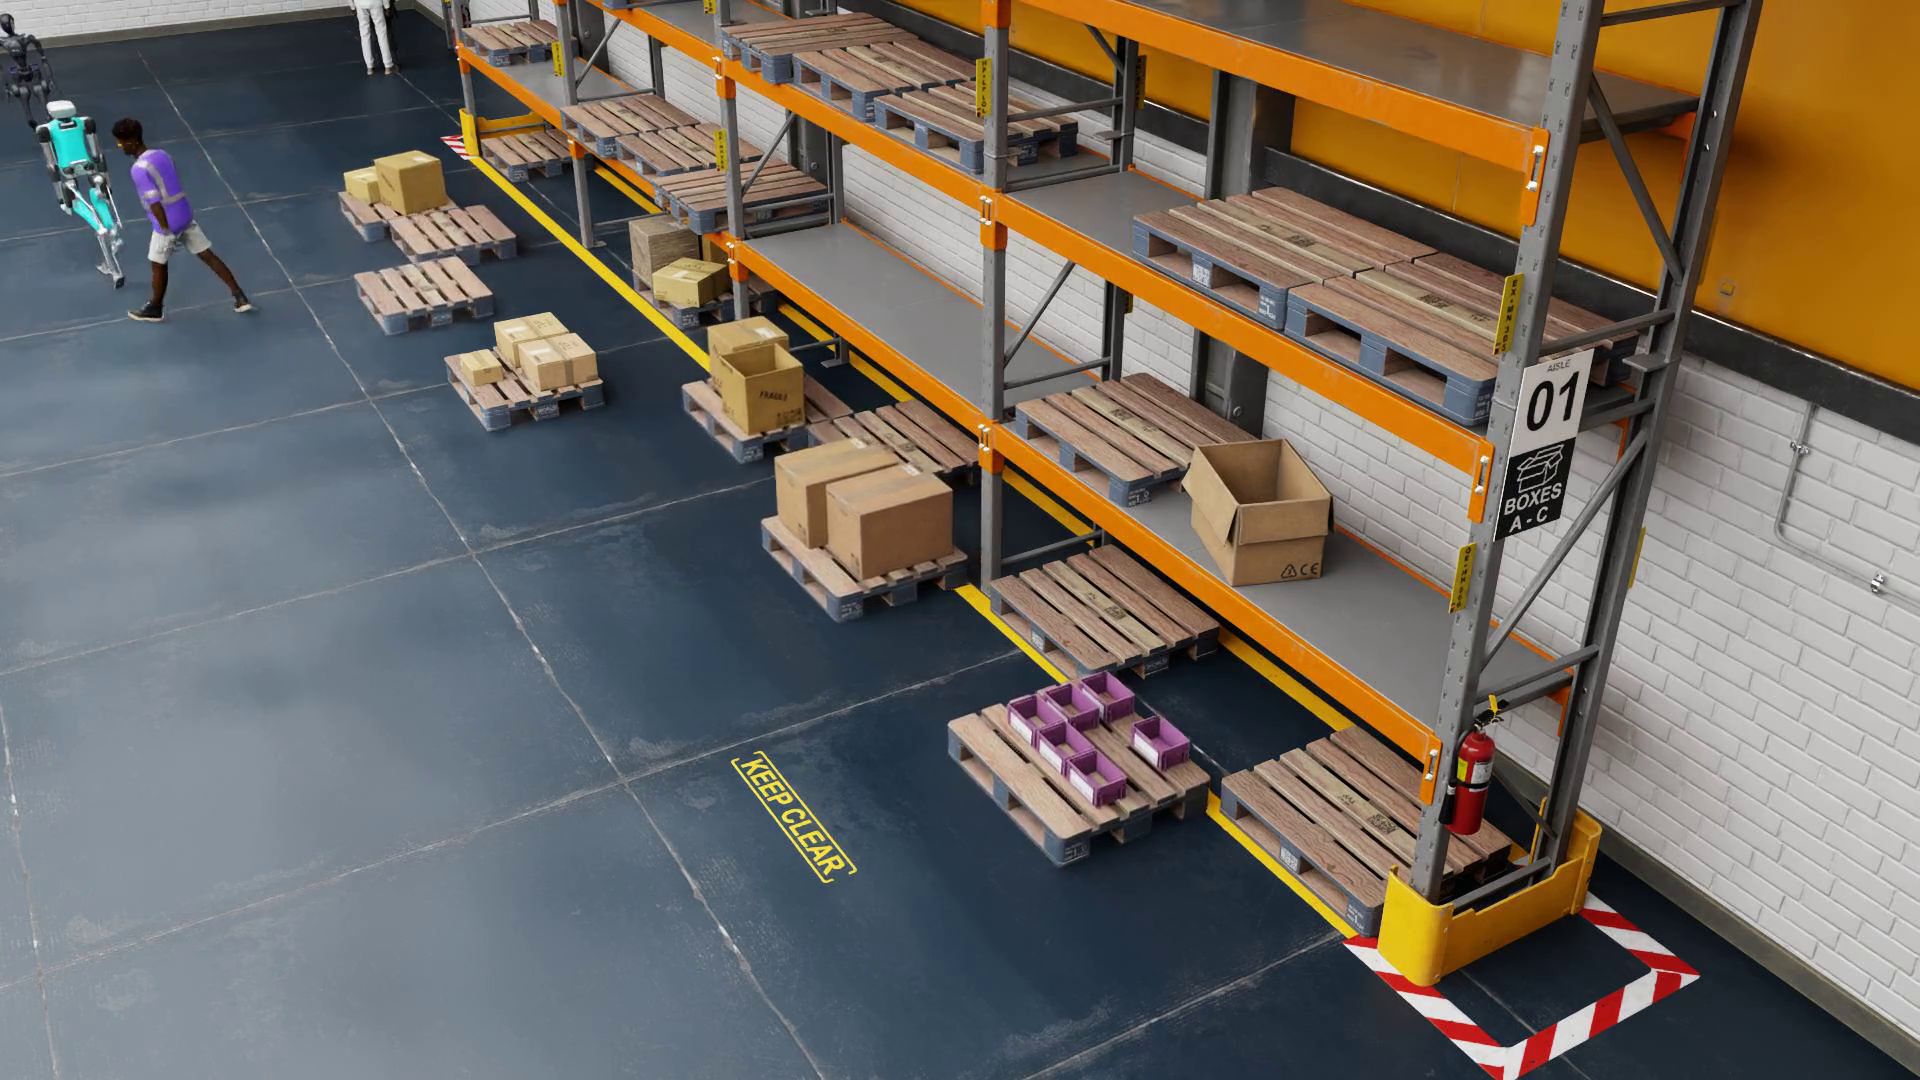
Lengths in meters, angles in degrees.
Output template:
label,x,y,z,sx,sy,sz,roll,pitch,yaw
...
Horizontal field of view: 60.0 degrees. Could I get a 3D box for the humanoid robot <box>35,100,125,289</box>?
label,x,y,z,sx,sy,sz,roll,pitch,yaw
humanoid robot,-8.291,-3.262,15.943,1.016,1.780,0.530,26,39,38

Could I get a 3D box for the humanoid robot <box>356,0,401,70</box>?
label,x,y,z,sx,sy,sz,roll,pitch,yaw
humanoid robot,-8.230,-7.504,23.441,0.599,1.653,0.315,-16,33,-26

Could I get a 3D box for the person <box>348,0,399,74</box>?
label,x,y,z,sx,sy,sz,roll,pitch,yaw
person,-8.214,-7.444,23.137,0.574,1.884,0.356,-1,30,-1

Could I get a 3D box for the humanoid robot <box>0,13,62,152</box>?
label,x,y,z,sx,sy,sz,roll,pitch,yaw
humanoid robot,-11.145,-5.502,19.931,0.612,1.639,0.548,-13,32,-22

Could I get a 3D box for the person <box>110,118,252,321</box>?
label,x,y,z,sx,sy,sz,roll,pitch,yaw
person,-7.142,-2.907,15.136,1.094,1.891,0.660,3,30,5
